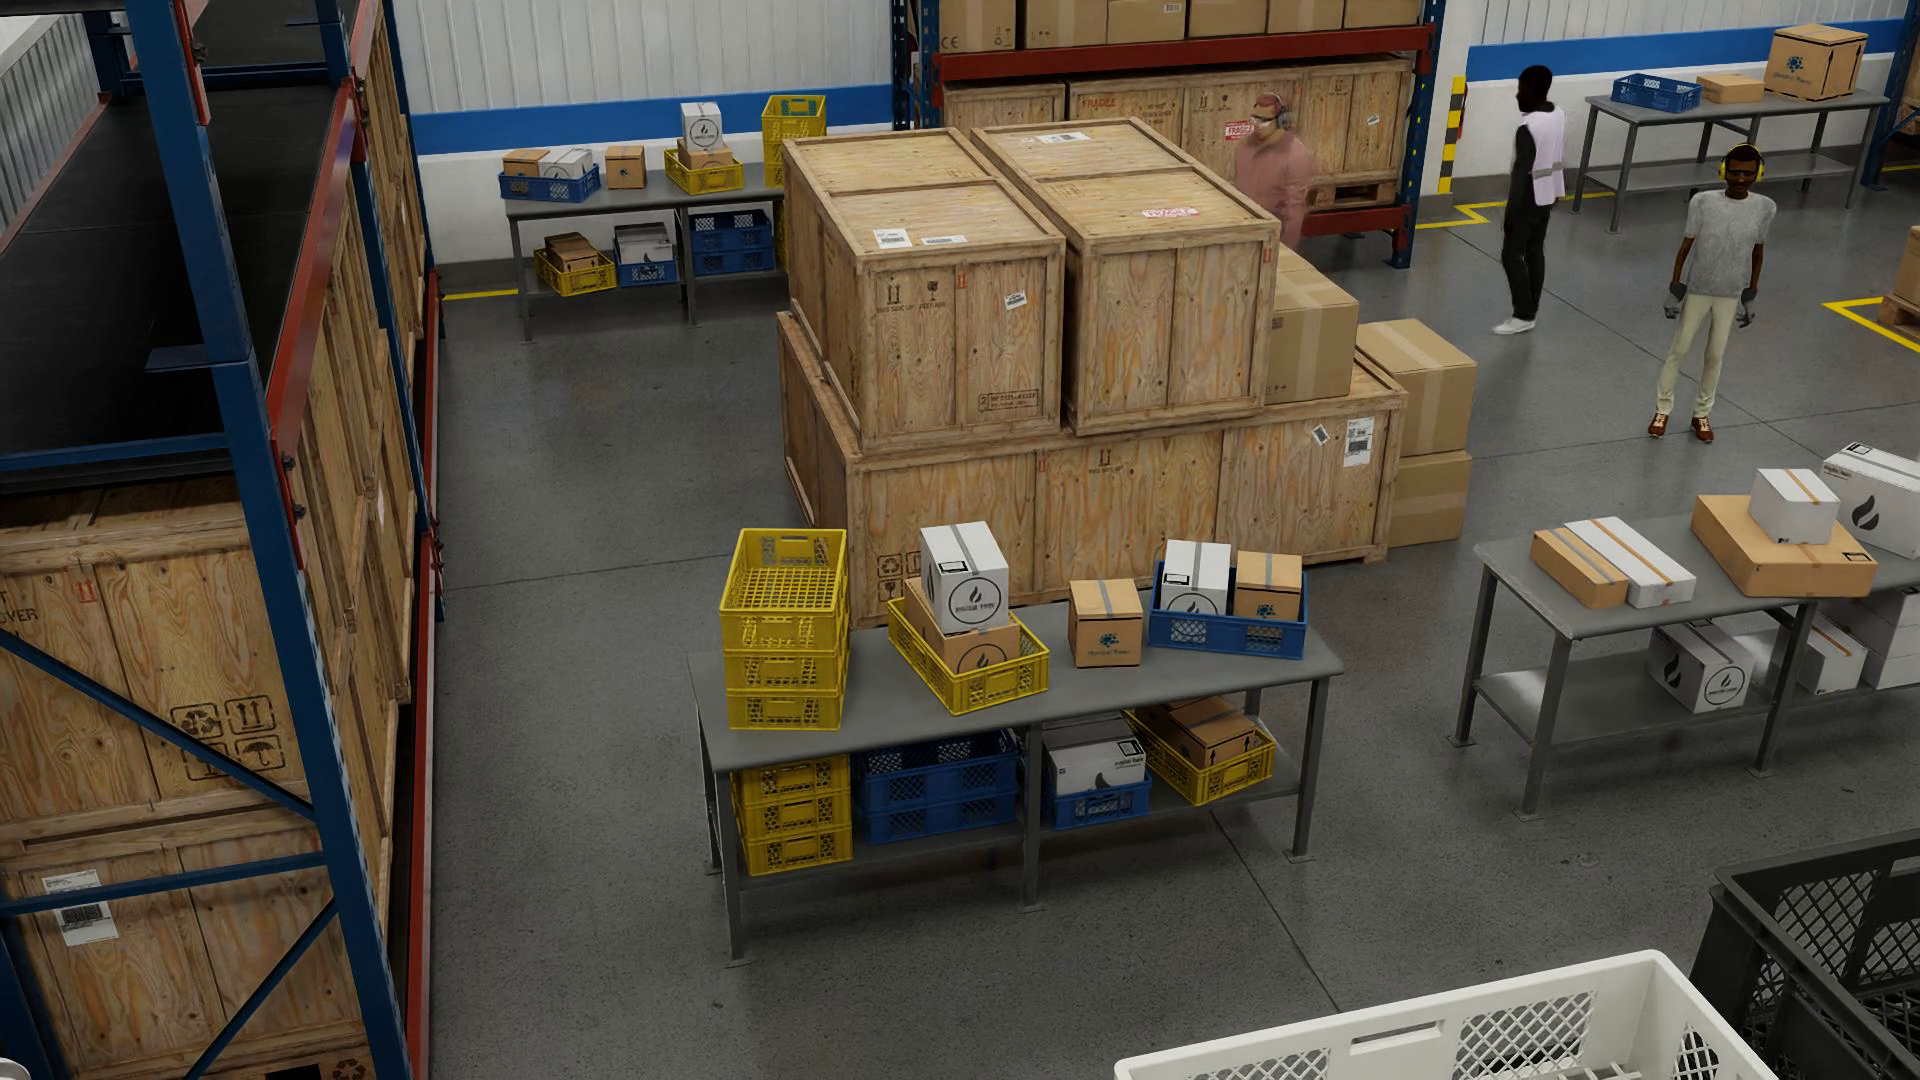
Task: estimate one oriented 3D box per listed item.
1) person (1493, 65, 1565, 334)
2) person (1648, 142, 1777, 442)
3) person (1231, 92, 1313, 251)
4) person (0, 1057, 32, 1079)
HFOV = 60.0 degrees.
[{"bbox_3d":[4.068,-2.407,11.793,0.406,1.897,0.739,22,36,34],"label":"person"},{"bbox_3d":[4.603,-1.499,10.164,0.531,1.870,0.318,7,30,12],"label":"person"},{"bbox_3d":[2.073,-2.085,11.220,0.778,1.884,0.653,-22,36,-35],"label":"person"},{"bbox_3d":[-2.247,1.876,4.023,0.355,1.884,0.575,-14,32,-23],"label":"person"}]
